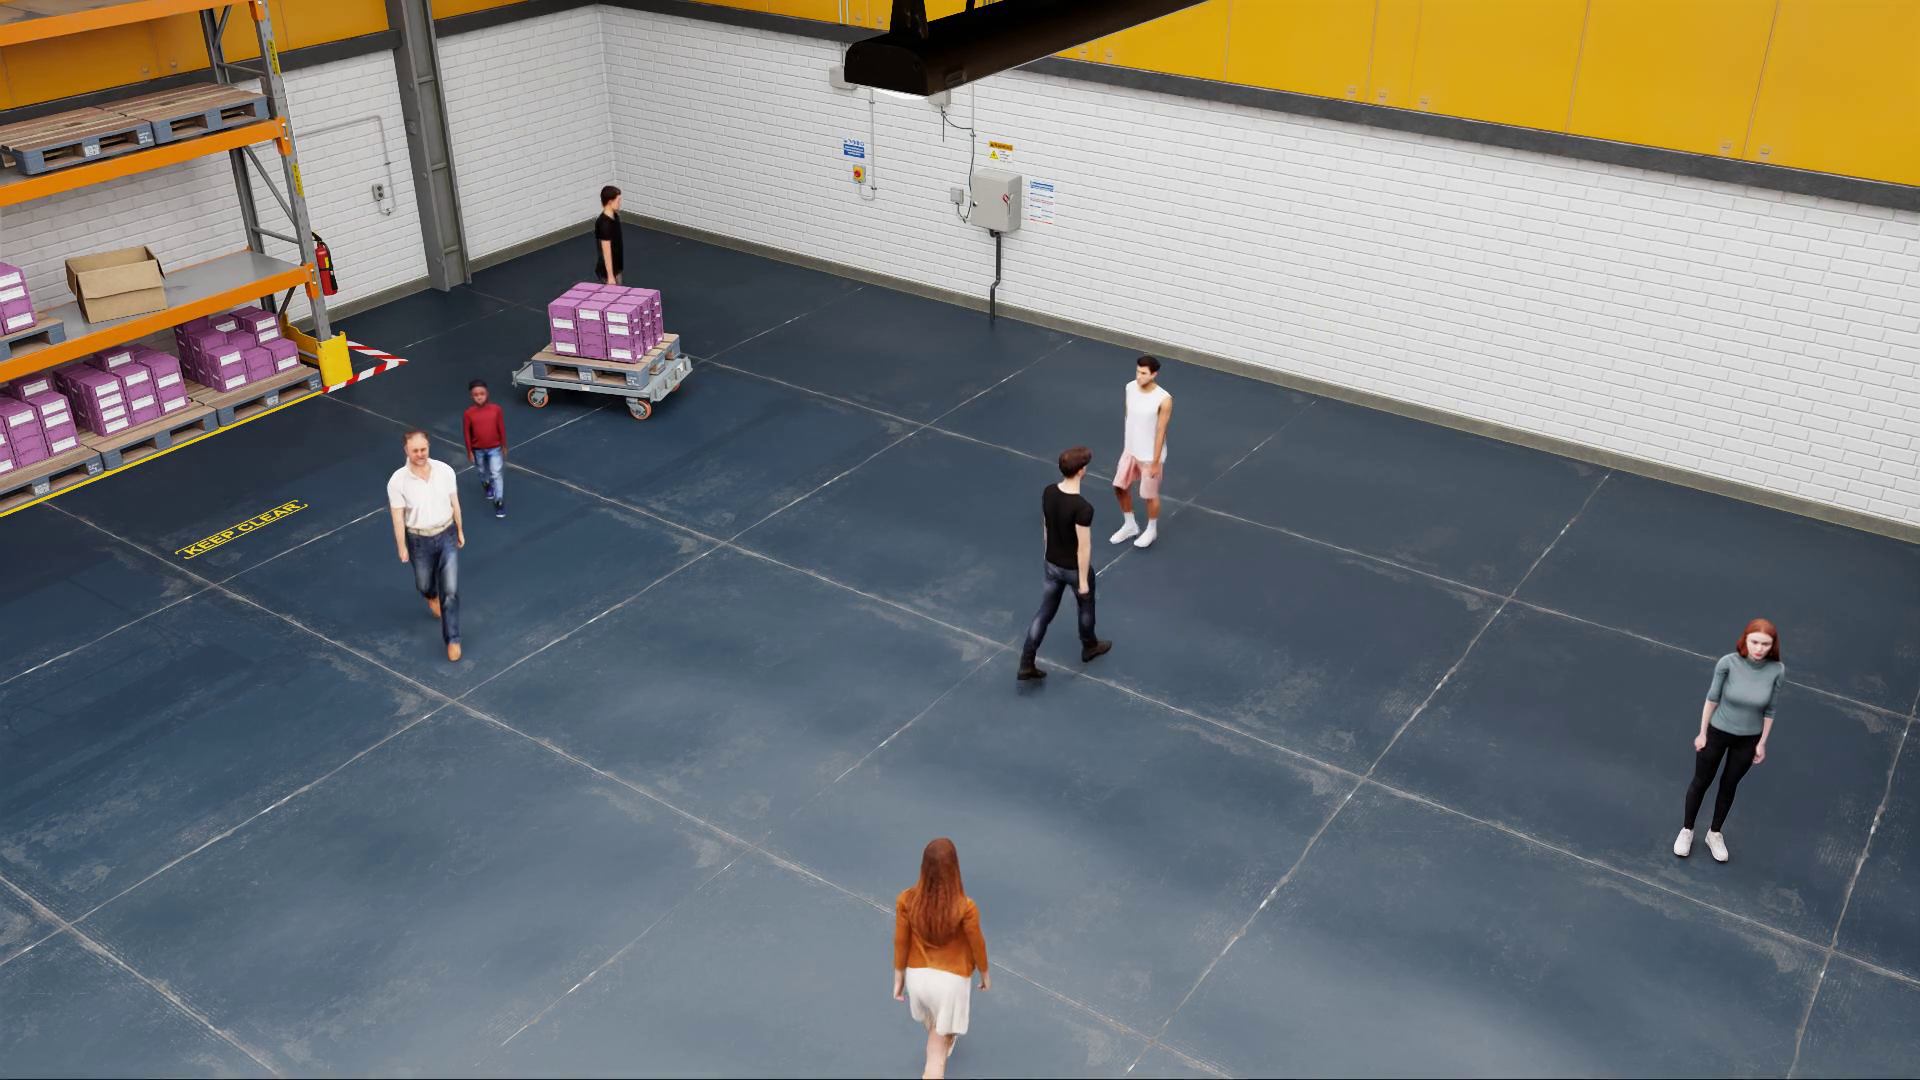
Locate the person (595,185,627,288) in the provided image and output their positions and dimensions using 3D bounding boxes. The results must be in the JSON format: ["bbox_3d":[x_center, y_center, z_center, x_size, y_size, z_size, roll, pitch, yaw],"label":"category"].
[{"bbox_3d":[-3.875,-2.932,18.060,1.035,1.843,1.035,1,29,1],"label":"person"}]

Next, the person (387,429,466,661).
[{"bbox_3d":[-4.066,-0.042,12.771,1.154,1.834,1.109,-11,30,-19],"label":"person"}]

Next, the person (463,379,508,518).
[{"bbox_3d":[-4.249,-0.873,14.904,0.851,1.250,0.875,-7,29,-13],"label":"person"}]

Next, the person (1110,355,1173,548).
[{"bbox_3d":[1.637,-0.774,14.179,0.722,1.772,0.709,-24,37,-37],"label":"person"}]

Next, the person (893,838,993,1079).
[{"bbox_3d":[-0.130,2.344,8.565,0.867,1.674,1.199,8,30,15],"label":"person"}]

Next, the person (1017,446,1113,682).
[{"bbox_3d":[0.717,0.223,12.261,1.246,1.858,0.843,-25,37,-37],"label":"person"}]

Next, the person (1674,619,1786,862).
[{"bbox_3d":[4.867,1.251,10.496,0.645,1.743,0.648,7,29,13],"label":"person"}]
